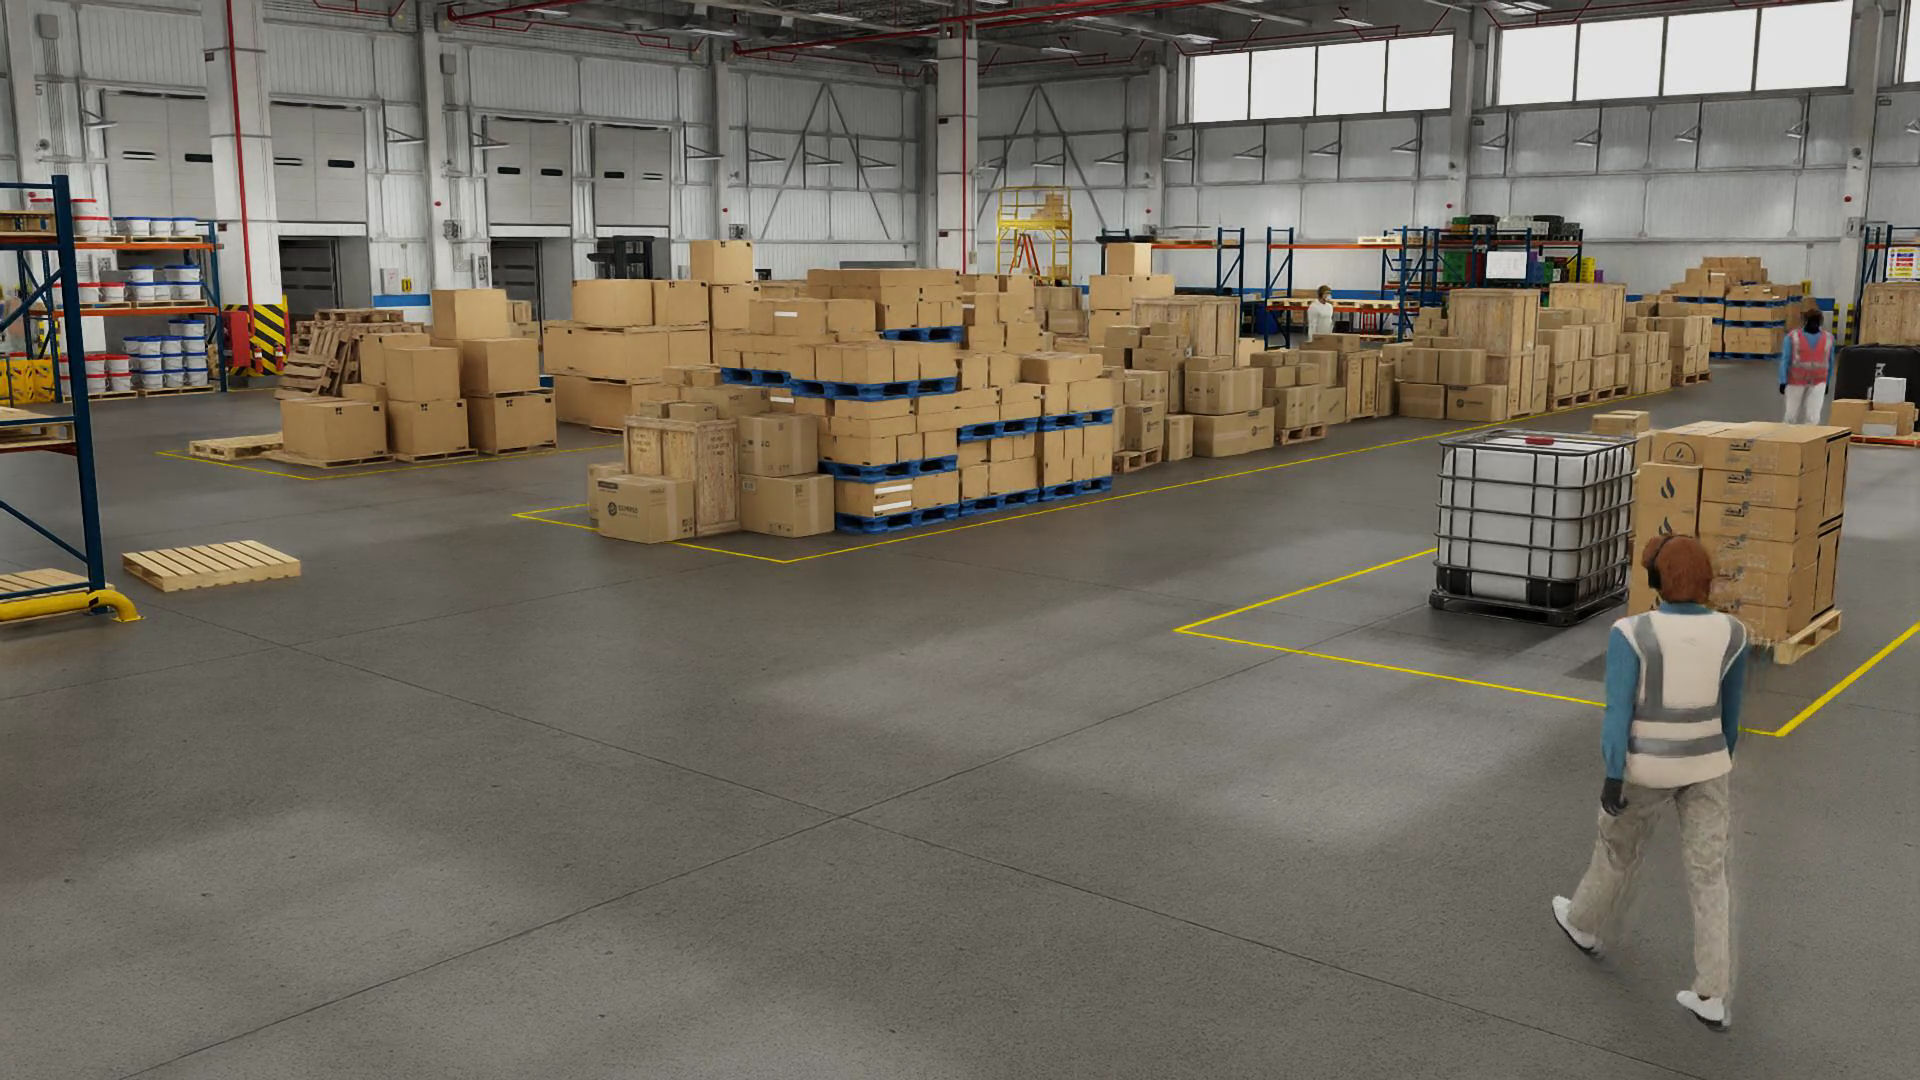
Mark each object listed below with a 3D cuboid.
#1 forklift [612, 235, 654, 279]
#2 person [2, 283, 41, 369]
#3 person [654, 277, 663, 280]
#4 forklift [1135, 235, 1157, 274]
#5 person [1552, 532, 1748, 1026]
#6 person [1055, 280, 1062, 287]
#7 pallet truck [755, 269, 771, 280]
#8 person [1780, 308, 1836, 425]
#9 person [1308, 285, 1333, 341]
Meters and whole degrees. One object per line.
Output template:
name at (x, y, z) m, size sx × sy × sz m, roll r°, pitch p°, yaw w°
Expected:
forklift at (-7.297, -5.450, 37.421) m, size 1.873 × 2.768 × 1.129 m, roll 8°, pitch 13°, yaw 40°
person at (-18.043, -3.994, 31.985) m, size 0.628 × 1.873 × 0.575 m, roll -1°, pitch 10°, yaw -8°
person at (-6.505, -4.725, 36.014) m, size 0.636 × 1.930 × 0.371 m, roll -4°, pitch 11°, yaw -23°
forklift at (4.196, -5.547, 37.973) m, size 1.873 × 2.768 × 1.129 m, roll 2°, pitch 10°, yaw 14°
person at (2.398, 0.767, 5.688) m, size 0.547 × 1.591 × 0.864 m, roll -1°, pitch 10°, yaw -6°
person at (2.748, -6.464, 46.565) m, size 0.319 × 1.697 × 0.533 m, roll -1°, pitch 10°, yaw -3°
pallet truck at (-4.996, -6.432, 45.525) m, size 1.885 × 1.965 × 0.823 m, roll -6°, pitch 12°, yaw -32°
person at (10.604, -2.005, 20.861) m, size 0.627 × 1.820 × 0.846 m, roll 3°, pitch 10°, yaw 17°
person at (6.128, -3.369, 28.301) m, size 0.378 × 1.930 × 0.624 m, roll 9°, pitch 14°, yaw 42°
